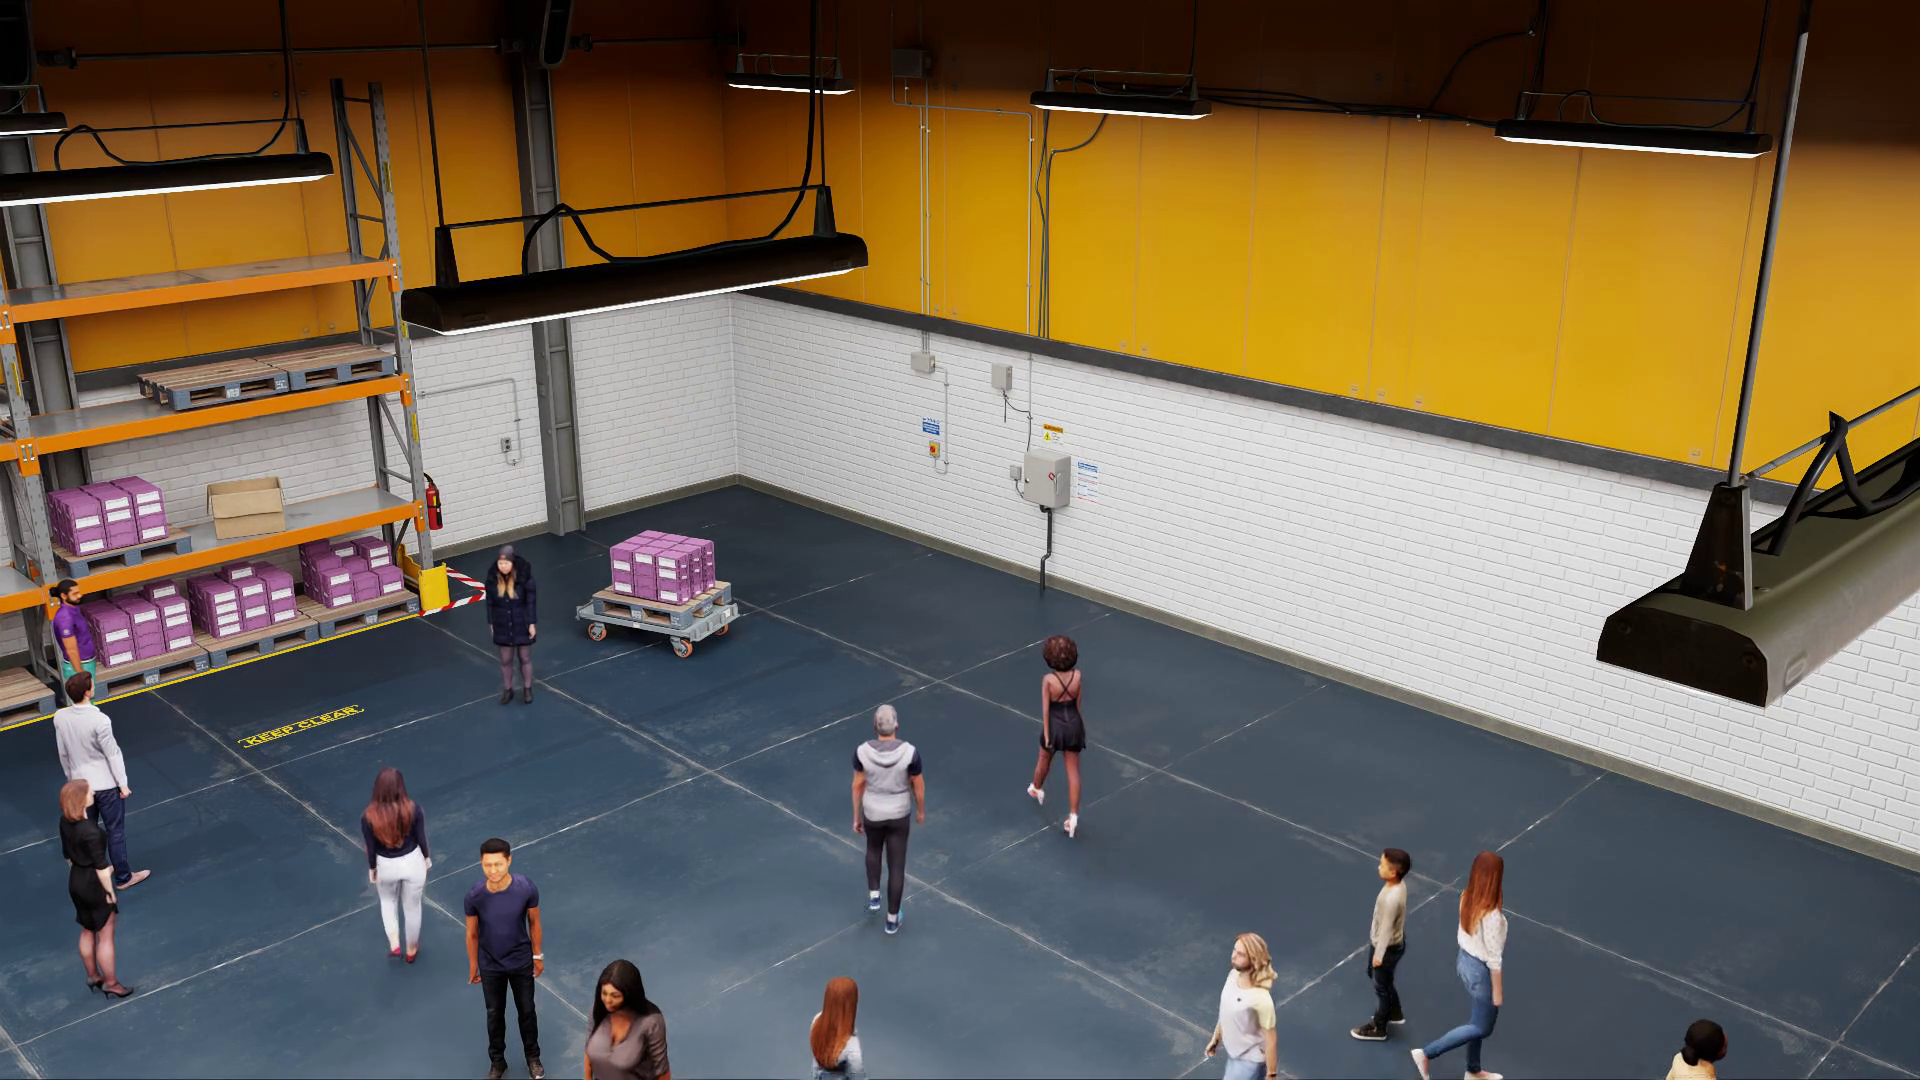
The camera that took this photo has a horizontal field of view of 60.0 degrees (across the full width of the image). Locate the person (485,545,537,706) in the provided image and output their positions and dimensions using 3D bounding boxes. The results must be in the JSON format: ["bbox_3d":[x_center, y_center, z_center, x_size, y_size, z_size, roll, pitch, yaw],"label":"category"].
[{"bbox_3d":[-4.528,0.845,16.895,0.788,1.677,0.859,-2,19,-5],"label":"person"}]

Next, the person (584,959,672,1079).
[{"bbox_3d":[-1.872,3.205,9.721,0.952,1.782,1.278,9,21,25],"label":"person"}]

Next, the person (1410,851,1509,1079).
[{"bbox_3d":[3.309,2.851,10.887,0.997,1.710,0.907,-2,19,-4],"label":"person"}]

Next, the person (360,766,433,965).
[{"bbox_3d":[-4.136,2.440,12.279,0.679,1.600,0.771,-5,19,-15],"label":"person"}]

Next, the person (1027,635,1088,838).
[{"bbox_3d":[0.913,1.703,14.224,1.045,1.755,0.941,-5,19,-15],"label":"person"}]

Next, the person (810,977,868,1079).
[{"bbox_3d":[-0.765,3.321,9.551,1.143,1.670,0.771,-12,22,-31],"label":"person"}]

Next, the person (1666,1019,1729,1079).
[{"bbox_3d":[3.982,3.426,9.300,0.977,1.633,0.874,-3,19,-9],"label":"person"}]

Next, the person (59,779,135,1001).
[{"bbox_3d":[-6.232,2.501,11.932,0.625,1.705,0.566,11,22,31],"label":"person"}]

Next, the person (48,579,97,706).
[{"bbox_3d":[-8.315,1.210,15.668,0.665,1.767,0.697,-9,20,-24],"label":"person"}]

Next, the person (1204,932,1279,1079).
[{"bbox_3d":[1.824,3.143,10.091,1.229,1.664,1.030,-4,19,-12],"label":"person"}]

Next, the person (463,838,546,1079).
[{"bbox_3d":[-3.002,2.766,11.008,0.653,1.793,0.778,-4,19,-13],"label":"person"}]

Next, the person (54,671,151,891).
[{"bbox_3d":[-6.970,1.932,13.395,0.762,1.850,0.757,4,19,13],"label":"person"}]

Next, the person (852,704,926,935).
[{"bbox_3d":[-0.568,2.174,12.743,0.913,1.807,0.976,3,19,9],"label":"person"}]

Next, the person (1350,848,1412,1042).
[{"bbox_3d":[2.961,2.791,11.455,0.730,1.461,0.660,5,19,14],"label":"person"}]
